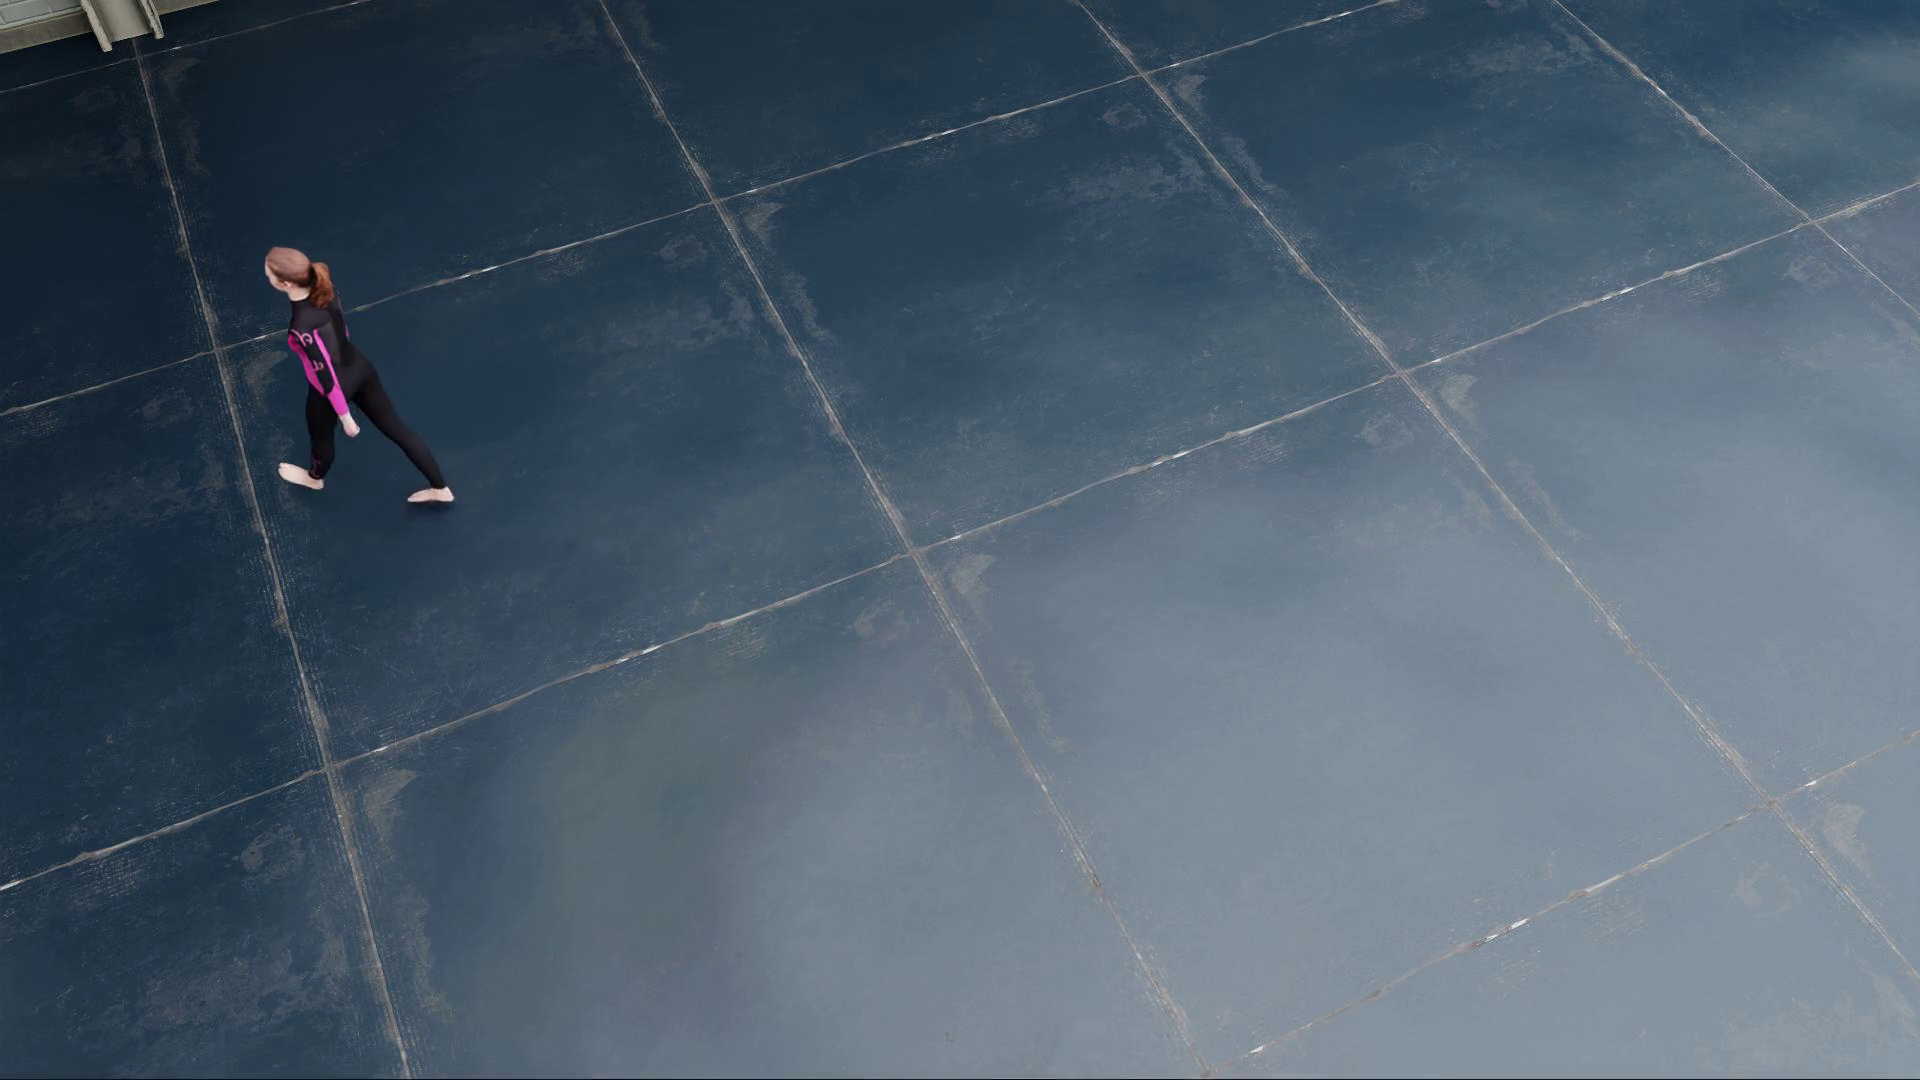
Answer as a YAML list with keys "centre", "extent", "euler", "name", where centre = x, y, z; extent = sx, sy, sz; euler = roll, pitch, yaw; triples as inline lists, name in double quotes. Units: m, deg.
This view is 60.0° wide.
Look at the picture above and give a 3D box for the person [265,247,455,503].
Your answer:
- centre: [-2.922, -0.727, 8.110]
  extent: [1.203, 1.692, 1.027]
  euler: [9, 53, 7]
  name: "person"
